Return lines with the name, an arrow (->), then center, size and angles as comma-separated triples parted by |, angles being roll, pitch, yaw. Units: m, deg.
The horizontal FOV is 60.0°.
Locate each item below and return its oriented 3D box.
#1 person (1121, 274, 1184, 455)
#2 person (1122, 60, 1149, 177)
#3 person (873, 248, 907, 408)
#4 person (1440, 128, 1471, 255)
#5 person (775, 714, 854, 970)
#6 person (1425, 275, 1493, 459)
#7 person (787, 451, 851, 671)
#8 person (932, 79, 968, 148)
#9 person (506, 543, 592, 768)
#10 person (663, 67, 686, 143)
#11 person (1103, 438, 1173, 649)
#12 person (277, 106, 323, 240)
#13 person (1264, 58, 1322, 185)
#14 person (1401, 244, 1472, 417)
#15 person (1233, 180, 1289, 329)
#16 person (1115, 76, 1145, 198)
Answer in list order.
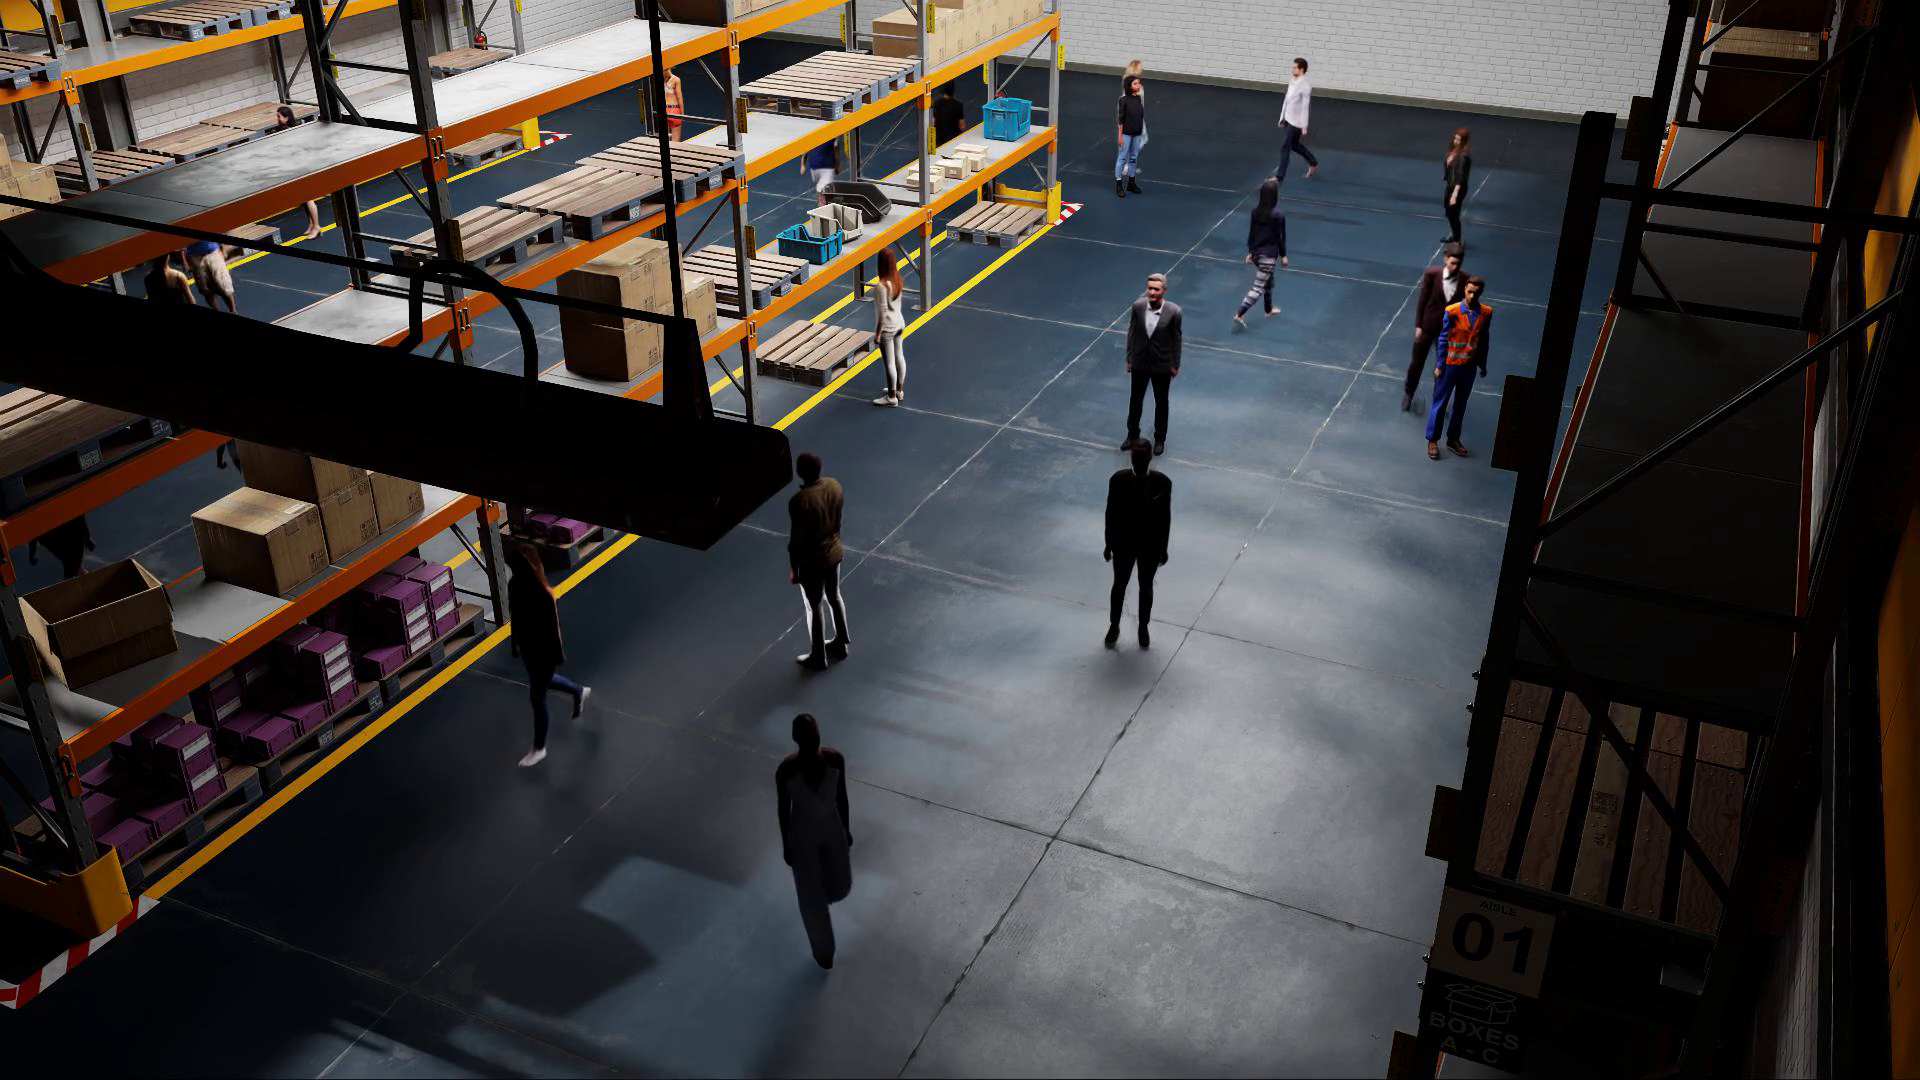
person -> 1.895, -1.759, 16.374 | 0.714, 1.842, 0.608 | 10, 30, 18
person -> 2.481, -6.274, 24.789 | 0.809, 1.710, 0.754 | -12, 31, -20
person -> -0.720, -2.227, 17.366 | 0.660, 1.713, 0.494 | 14, 32, 24
person -> 6.513, -4.550, 21.671 | 0.904, 1.669, 0.763 | 7, 29, 13
person -> -0.895, 1.752, 10.008 | 0.844, 1.775, 0.898 | -11, 31, -20
person -> 4.885, -1.713, 16.269 | 0.789, 1.862, 0.800 | -4, 29, -6
person -> -1.088, 0.148, 12.903 | 0.823, 1.817, 0.604 | 21, 35, 33
person -> -0.206, -5.615, 23.552 | 0.726, 1.738, 0.940 | 18, 33, 29
person -> -2.960, 0.742, 11.949 | 0.700, 1.688, 1.116 | 19, 34, 31
person -> -4.341, -6.336, 24.824 | 0.650, 1.785, 0.651 | 2, 29, 5
person -> 1.397, 0.022, 13.153 | 0.727, 1.800, 0.659 | 3, 29, 6
person -> -8.834, -4.911, 22.228 | 0.801, 1.769, 0.771 | -18, 33, -29
person -> 4.998, -6.144, 24.437 | 1.167, 1.819, 1.200 | -5, 29, -10
person -> 4.927, -2.194, 17.162 | 0.834, 1.851, 0.812 | 3, 29, 5
person -> 3.496, -3.285, 19.325 | 1.176, 1.695, 0.956 | -19, 34, -31
person -> 2.446, -5.841, 24.007 | 0.632, 1.699, 0.718 | -17, 33, -29
